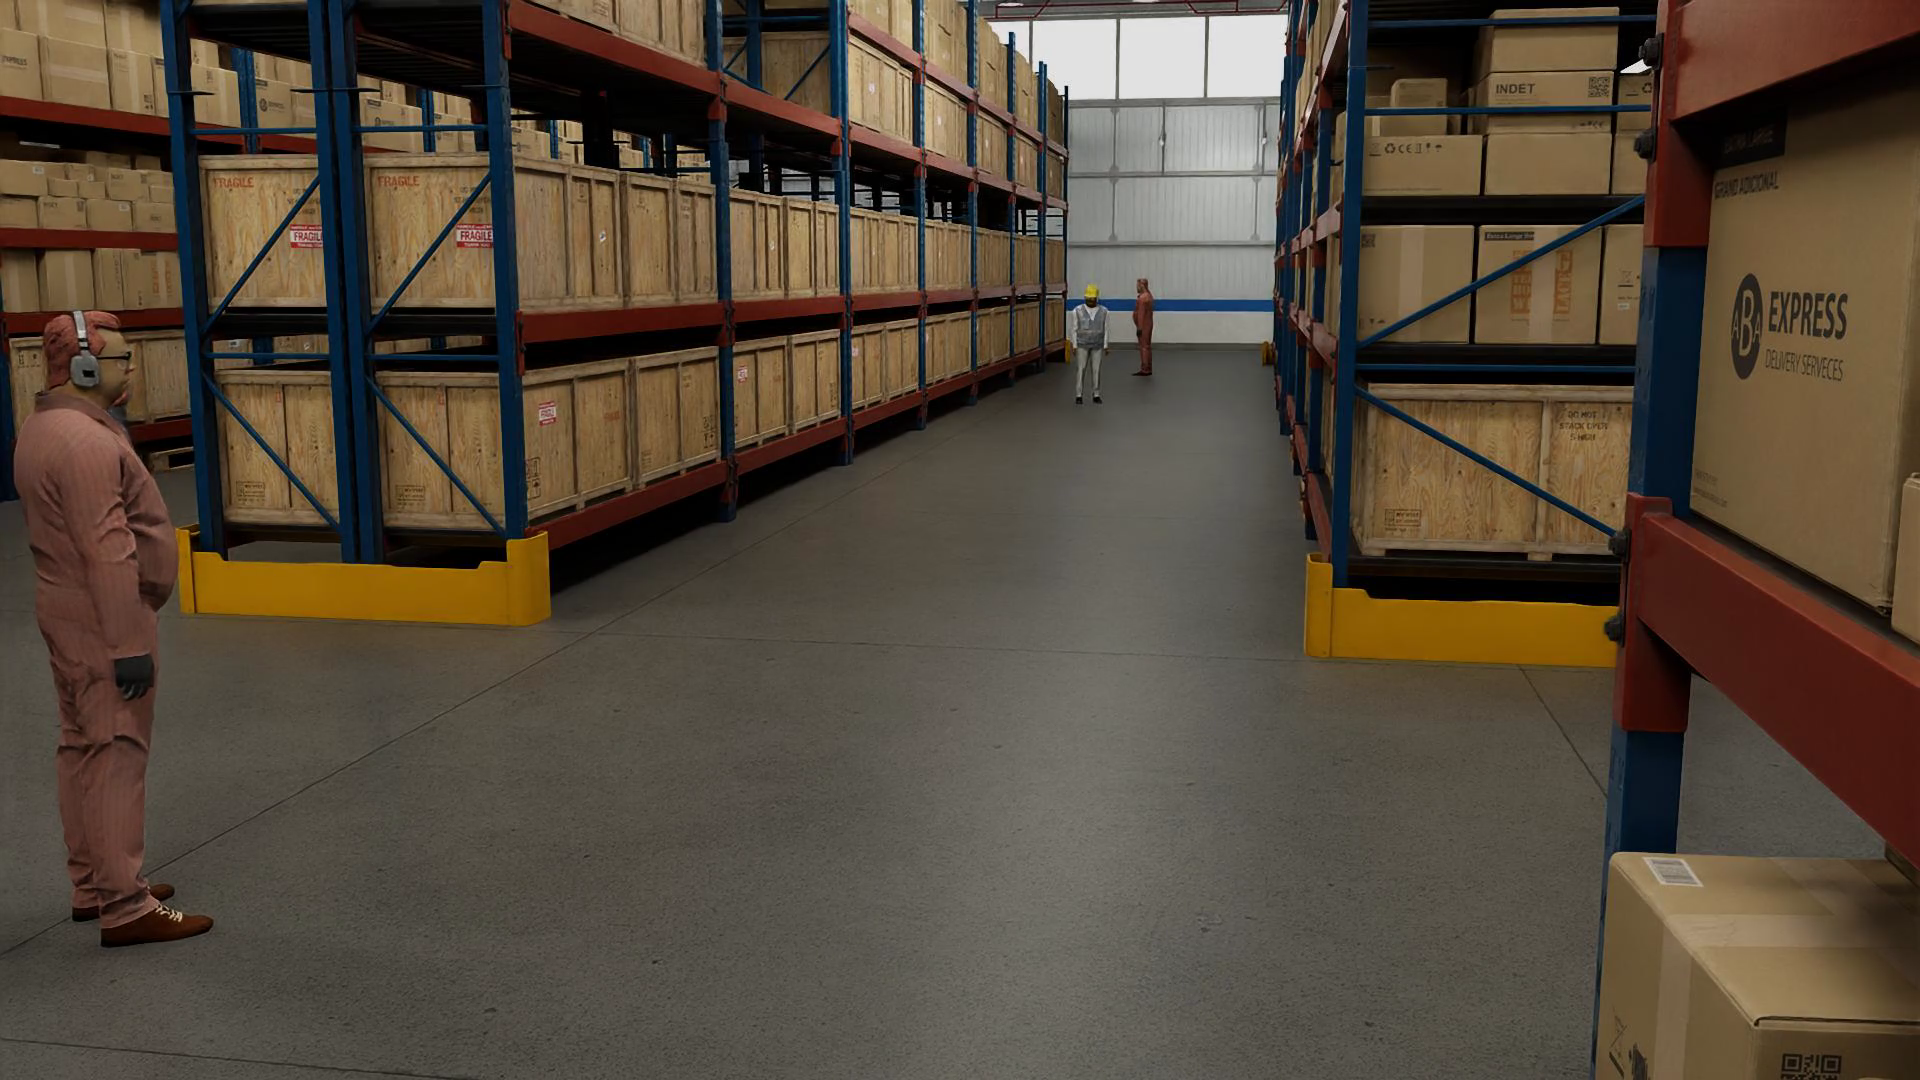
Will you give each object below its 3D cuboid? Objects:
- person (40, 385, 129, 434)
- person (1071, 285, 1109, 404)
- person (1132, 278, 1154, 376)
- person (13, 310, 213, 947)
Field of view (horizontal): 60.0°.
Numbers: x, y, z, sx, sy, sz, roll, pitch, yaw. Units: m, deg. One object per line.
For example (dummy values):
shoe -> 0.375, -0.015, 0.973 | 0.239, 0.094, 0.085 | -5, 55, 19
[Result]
person -> -5.480, -0.463, 10.481 | 0.506, 1.622, 0.546 | -2, 9, -12
person -> 2.002, -2.996, 25.550 | 0.586, 1.823, 0.403 | -1, 9, -7
person -> 3.577, -4.159, 32.552 | 0.397, 1.900, 0.635 | 3, 10, 18
person -> -2.577, 0.267, 5.043 | 0.410, 1.909, 0.643 | -8, 12, -40
